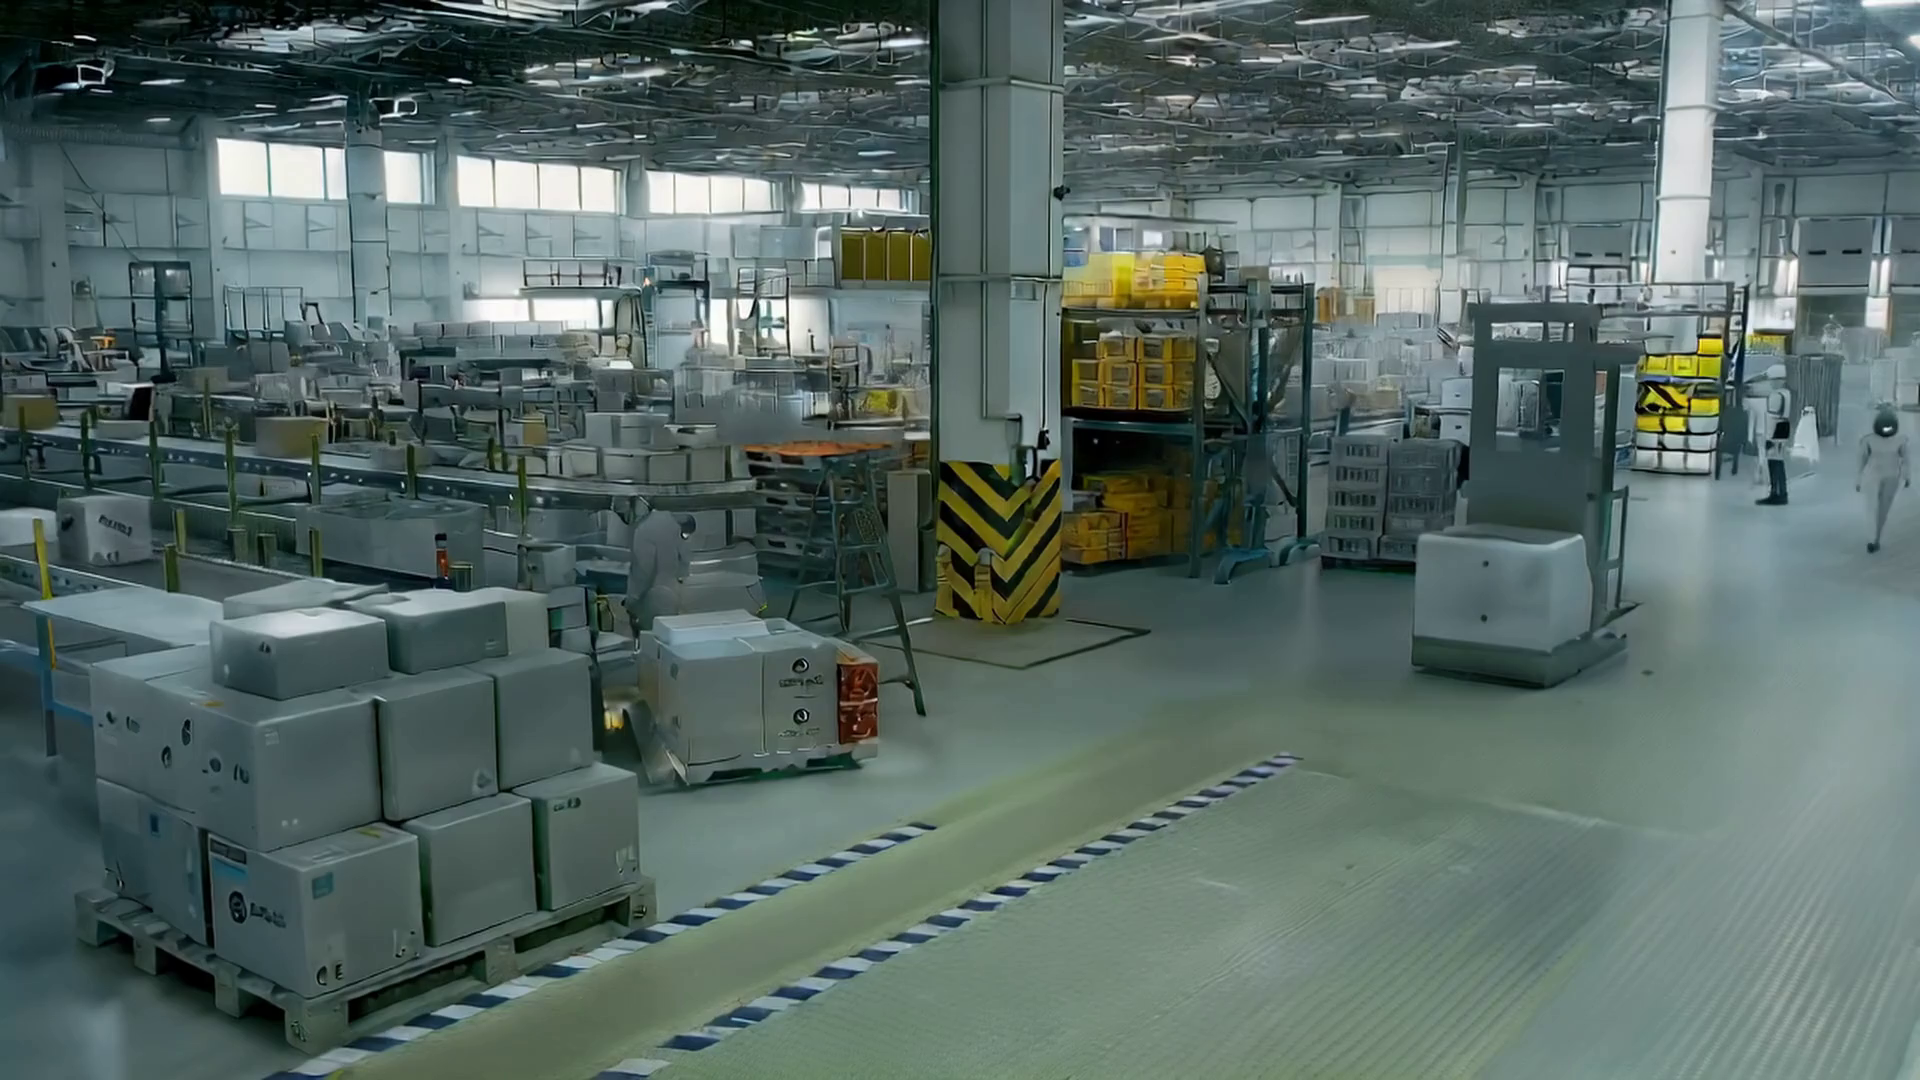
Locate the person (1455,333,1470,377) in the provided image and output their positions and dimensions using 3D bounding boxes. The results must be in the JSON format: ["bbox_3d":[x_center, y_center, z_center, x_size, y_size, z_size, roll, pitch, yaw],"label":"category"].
[{"bbox_3d":[12.602,-4.193,41.453,0.864,1.913,0.554,6,11,37],"label":"person"}]

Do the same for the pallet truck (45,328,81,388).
[{"bbox_3d":[-23.775,-4.544,43.495,1.885,1.965,0.823,6,10,35],"label":"pallet truck"}]

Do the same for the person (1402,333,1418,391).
[{"bbox_3d":[13.386,-5.276,49.374,0.735,1.722,0.490,-5,10,-32],"label":"person"}]

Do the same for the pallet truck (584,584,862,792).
[{"bbox_3d":[-1.426,0.805,10.019,1.601,1.201,0.680,-4,9,-26],"label":"pallet truck"}]

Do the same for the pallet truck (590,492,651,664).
[{"bbox_3d":[-3.115,0.344,12.883,0.653,1.274,1.630,7,11,37],"label":"pallet truck"}]

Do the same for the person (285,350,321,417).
[{"bbox_3d":[-11.629,-2.405,29.432,0.636,1.899,0.399,1,8,5],"label":"person"}]

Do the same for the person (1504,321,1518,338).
[{"bbox_3d":[25.388,-9.368,76.648,0.627,1.820,0.846,2,9,13],"label":"person"}]

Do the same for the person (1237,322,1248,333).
[{"bbox_3d":[10.383,-7.057,60.884,0.564,1.861,0.939,-7,11,-38],"label":"person"}]

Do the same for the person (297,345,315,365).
[{"bbox_3d":[-15.827,-4.023,40.002,1.050,1.984,0.617,-8,11,-42],"label":"person"}]

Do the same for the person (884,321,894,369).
[{"bbox_3d":[-2.706,-7.421,63.446,0.493,1.825,0.530,-1,8,-7],"label":"person"}]

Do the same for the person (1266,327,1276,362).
[{"bbox_3d":[9.489,-5.626,51.110,0.599,1.904,0.675,-5,10,-32],"label":"person"}]

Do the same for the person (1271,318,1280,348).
[{"bbox_3d":[13.169,-8.375,69.838,0.972,1.831,0.594,-6,10,-35],"label":"person"}]

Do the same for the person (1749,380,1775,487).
[{"bbox_3d":[11.994,-1.584,24.791,0.681,1.612,0.507,-7,11,-39],"label":"person"}]

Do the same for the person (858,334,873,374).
[{"bbox_3d":[-2.506,-4.575,44.264,0.403,1.827,0.599,-7,11,-38],"label":"person"}]

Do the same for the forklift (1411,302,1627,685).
[{"bbox_3d":[4.379,-0.438,12.852,1.129,2.768,1.873,7,11,37],"label":"forklift"}]

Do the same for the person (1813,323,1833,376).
[{"bbox_3d":[30.127,-6.631,58.040,0.559,1.856,0.580,8,12,43],"label":"person"}]

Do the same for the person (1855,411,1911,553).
[{"bbox_3d":[10.329,-0.646,18.615,0.501,1.579,0.896,2,9,16],"label":"person"}]

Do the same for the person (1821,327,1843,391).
[{"bbox_3d":[25.474,-5.259,48.602,0.757,1.918,0.549,-6,10,-33],"label":"person"}]

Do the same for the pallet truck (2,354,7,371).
[{"bbox_3d":[-24.881,-4.417,42.634,1.885,1.965,0.823,8,11,41],"label":"pallet truck"}]

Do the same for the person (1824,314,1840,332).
[{"bbox_3d":[37.677,-8.761,71.922,0.613,1.997,0.374,5,10,31],"label":"person"}]

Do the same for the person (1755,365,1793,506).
[{"bbox_3d":[11.158,-1.431,22.777,0.542,1.925,0.399,-8,12,-44],"label":"person"}]

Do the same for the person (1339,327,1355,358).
[{"bbox_3d":[11.865,-5.595,51.032,0.521,1.864,0.336,0,8,2],"label":"person"}]
